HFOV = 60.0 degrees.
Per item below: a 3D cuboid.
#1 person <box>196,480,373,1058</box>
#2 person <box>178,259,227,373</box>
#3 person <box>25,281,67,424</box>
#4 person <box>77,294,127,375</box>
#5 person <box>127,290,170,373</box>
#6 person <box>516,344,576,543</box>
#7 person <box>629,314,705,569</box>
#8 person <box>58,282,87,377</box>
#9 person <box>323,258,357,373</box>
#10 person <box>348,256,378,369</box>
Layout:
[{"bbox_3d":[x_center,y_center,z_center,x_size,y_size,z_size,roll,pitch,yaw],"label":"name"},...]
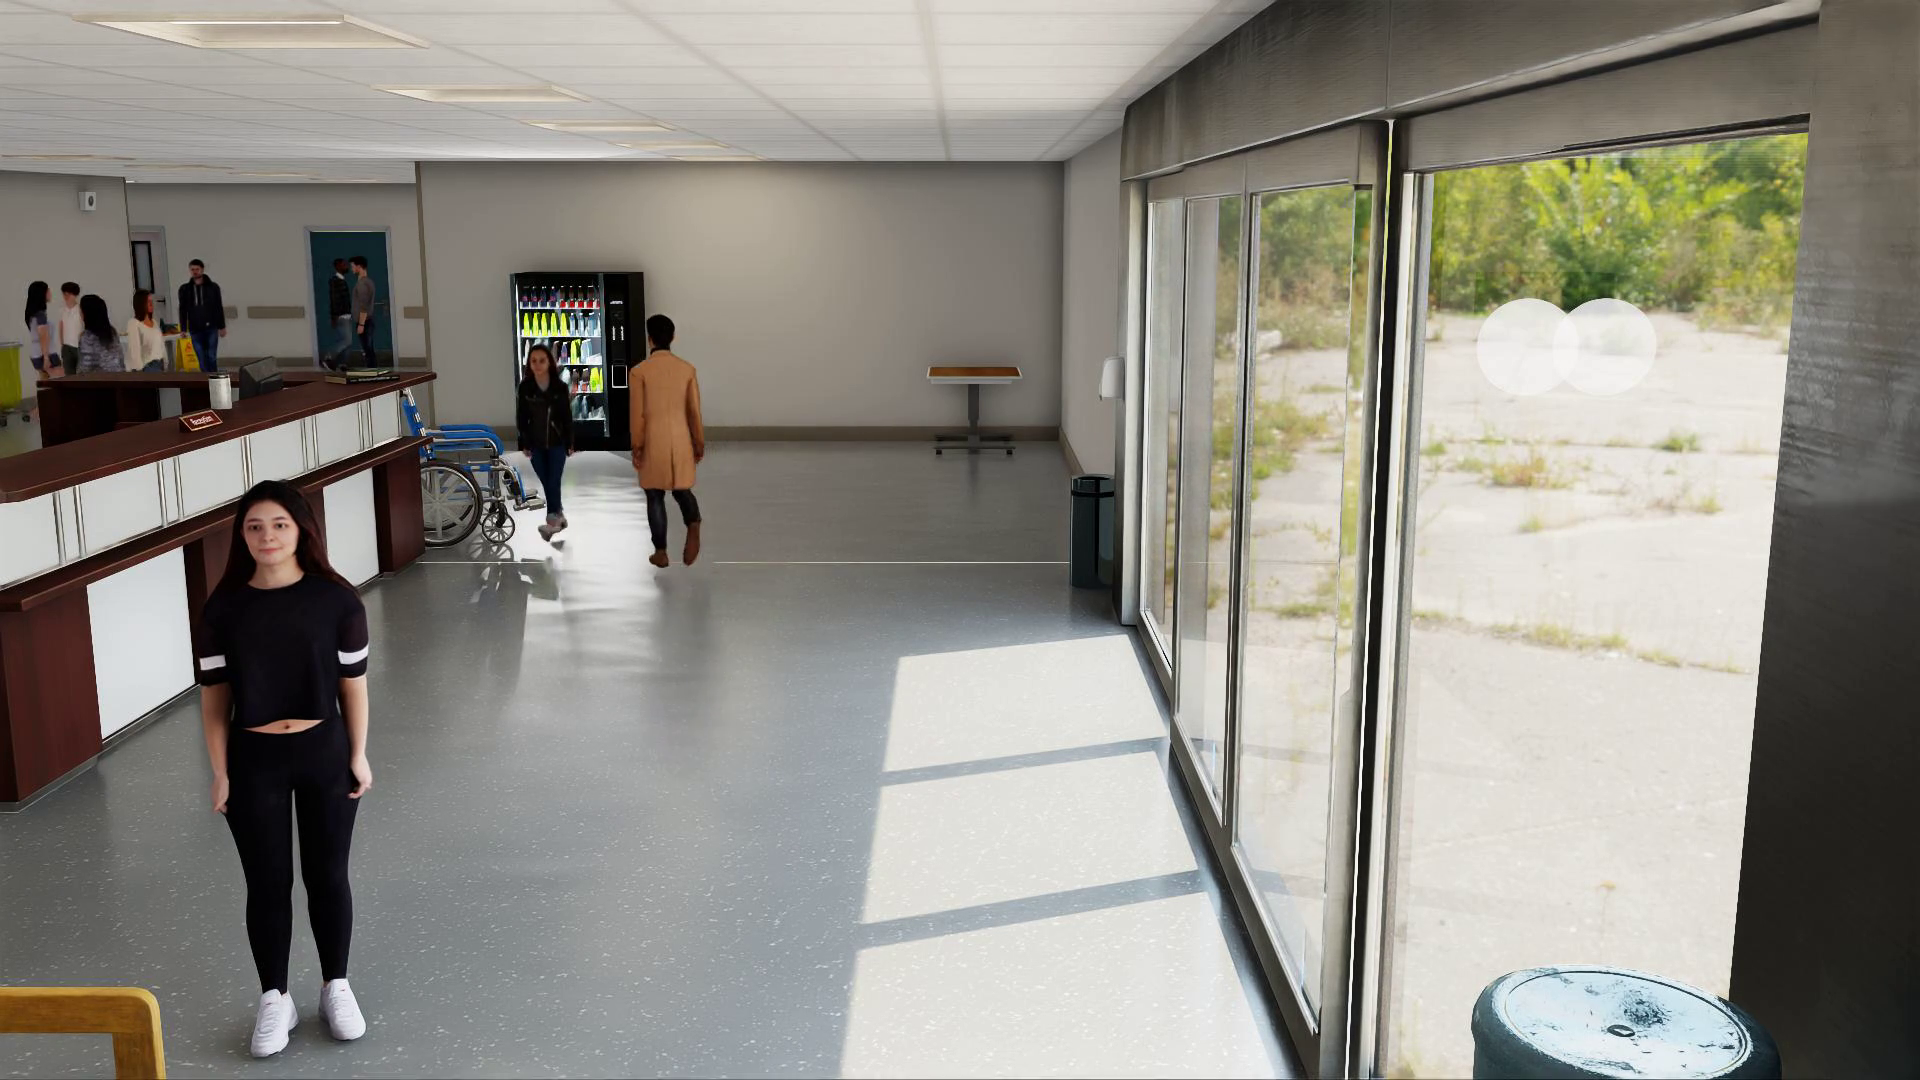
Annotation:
[{"bbox_3d":[-1.905,0.633,4.740,0.647,1.639,0.754,-5,12,-23],"label":"person"},{"bbox_3d":[-10.095,-2.799,22.253,1.061,1.854,0.911,-3,11,-15],"label":"person"},{"bbox_3d":[-10.422,-2.063,18.789,0.813,1.699,0.760,-9,14,-39],"label":"person"},{"bbox_3d":[-7.482,-1.294,14.678,0.672,1.721,0.702,2,11,11],"label":"person"},{"bbox_3d":[-8.345,-1.691,16.938,1.017,1.657,0.749,2,11,12],"label":"person"},{"bbox_3d":[-3.055,-0.709,12.366,0.946,1.434,0.634,0,11,3],"label":"person"},{"bbox_3d":[-1.943,-0.634,11.114,0.991,1.711,0.960,-6,12,-28],"label":"person"},{"bbox_3d":[-10.685,-2.296,20.217,0.914,1.625,0.669,0,11,2],"label":"person"},{"bbox_3d":[-9.696,-3.456,25.838,0.716,1.809,0.654,0,11,0],"label":"person"},{"bbox_3d":[-8.359,-3.039,23.395,0.666,1.899,0.734,-3,11,-13],"label":"person"}]
